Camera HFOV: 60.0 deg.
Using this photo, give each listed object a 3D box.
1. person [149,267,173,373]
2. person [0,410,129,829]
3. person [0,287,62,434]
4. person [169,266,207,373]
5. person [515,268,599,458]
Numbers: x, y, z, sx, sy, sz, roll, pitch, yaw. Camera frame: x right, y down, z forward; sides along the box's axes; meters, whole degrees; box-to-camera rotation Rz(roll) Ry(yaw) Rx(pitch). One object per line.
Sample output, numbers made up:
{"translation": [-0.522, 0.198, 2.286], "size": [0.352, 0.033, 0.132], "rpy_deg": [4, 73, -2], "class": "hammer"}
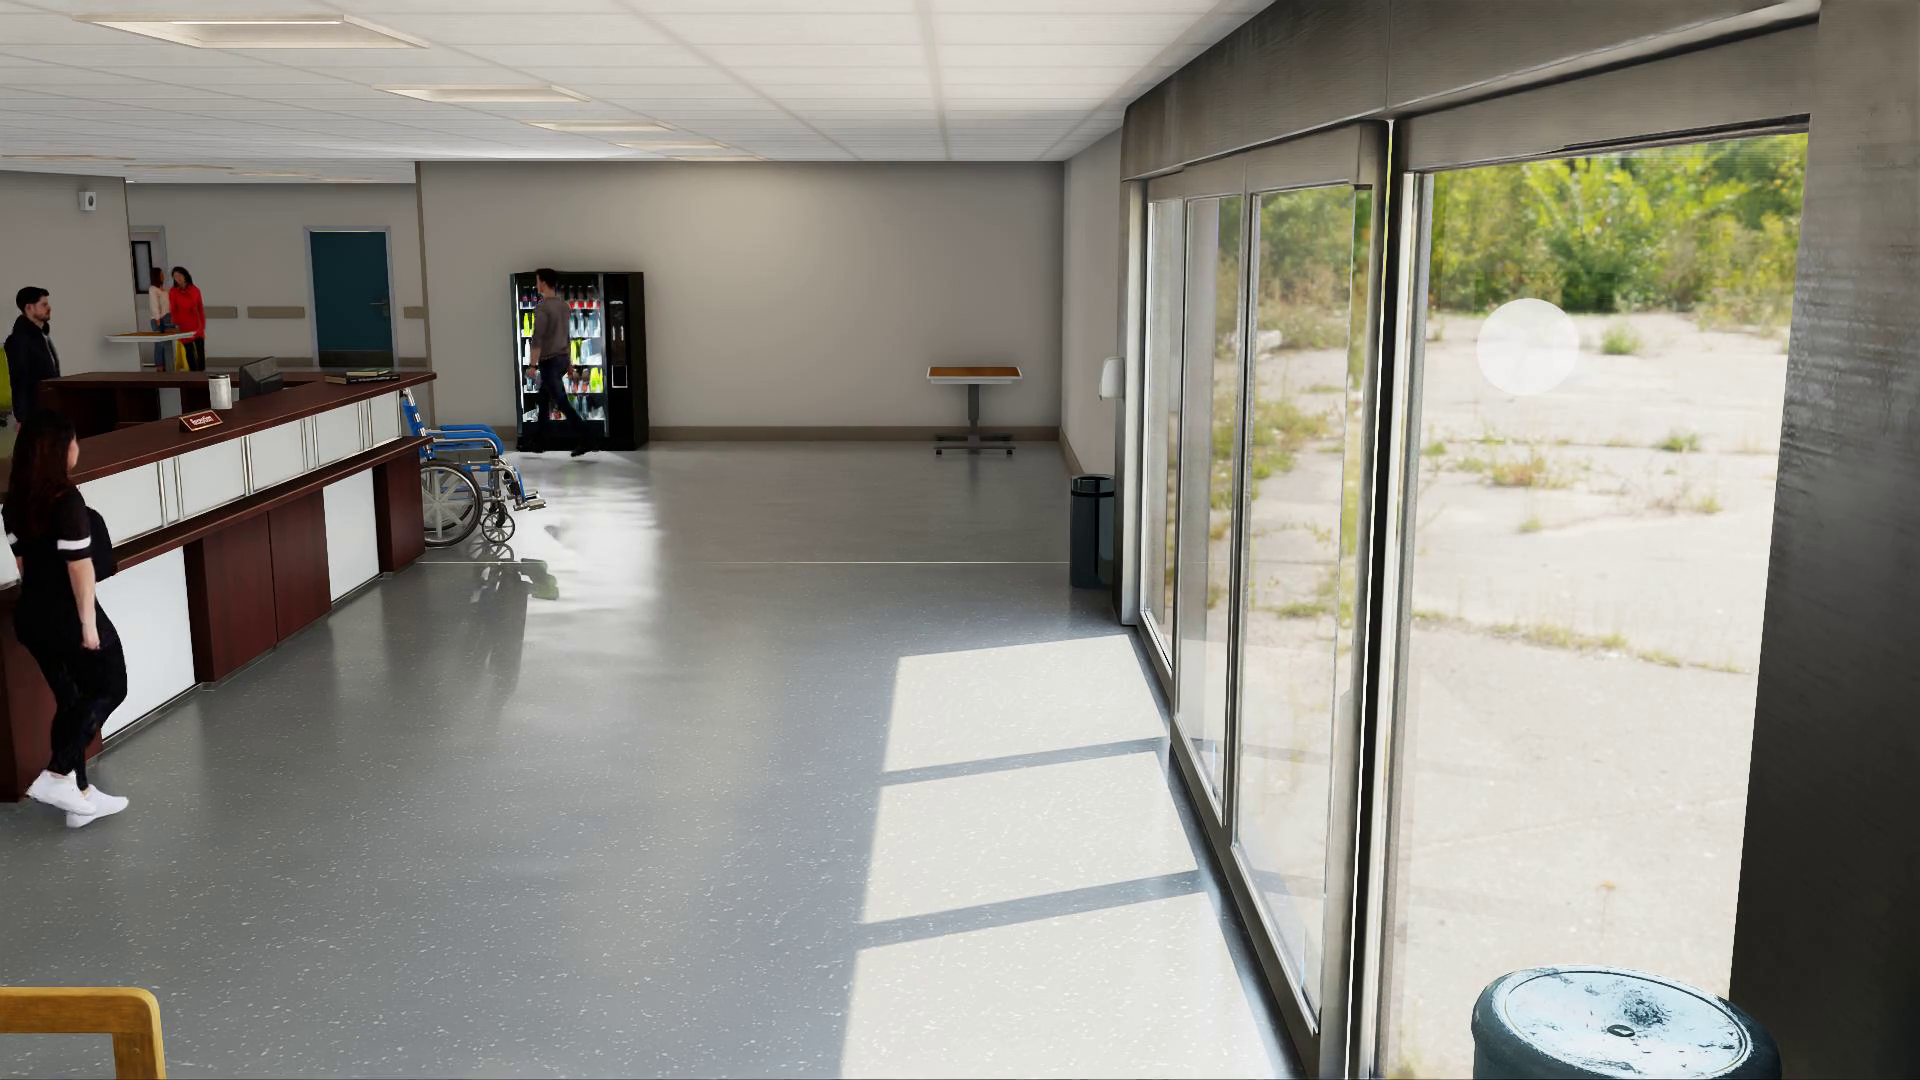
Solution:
{"translation": [-12.410, -3.387, 25.810], "size": [0.551, 1.682, 0.628], "rpy_deg": [-1, 11, -5], "class": "person"}
{"translation": [-3.532, 0.332, 6.394], "size": [0.745, 1.615, 0.817], "rpy_deg": [7, 13, 32], "class": "person"}
{"translation": [-6.918, -0.907, 12.303], "size": [1.265, 1.846, 0.918], "rpy_deg": [-3, 11, -15], "class": "person"}
{"translation": [-11.161, -3.067, 24.024], "size": [0.768, 1.719, 0.836], "rpy_deg": [-9, 14, -39], "class": "person"}
{"translation": [-3.978, -1.730, 16.579], "size": [1.274, 1.869, 0.919], "rpy_deg": [3, 11, 15], "class": "person"}
